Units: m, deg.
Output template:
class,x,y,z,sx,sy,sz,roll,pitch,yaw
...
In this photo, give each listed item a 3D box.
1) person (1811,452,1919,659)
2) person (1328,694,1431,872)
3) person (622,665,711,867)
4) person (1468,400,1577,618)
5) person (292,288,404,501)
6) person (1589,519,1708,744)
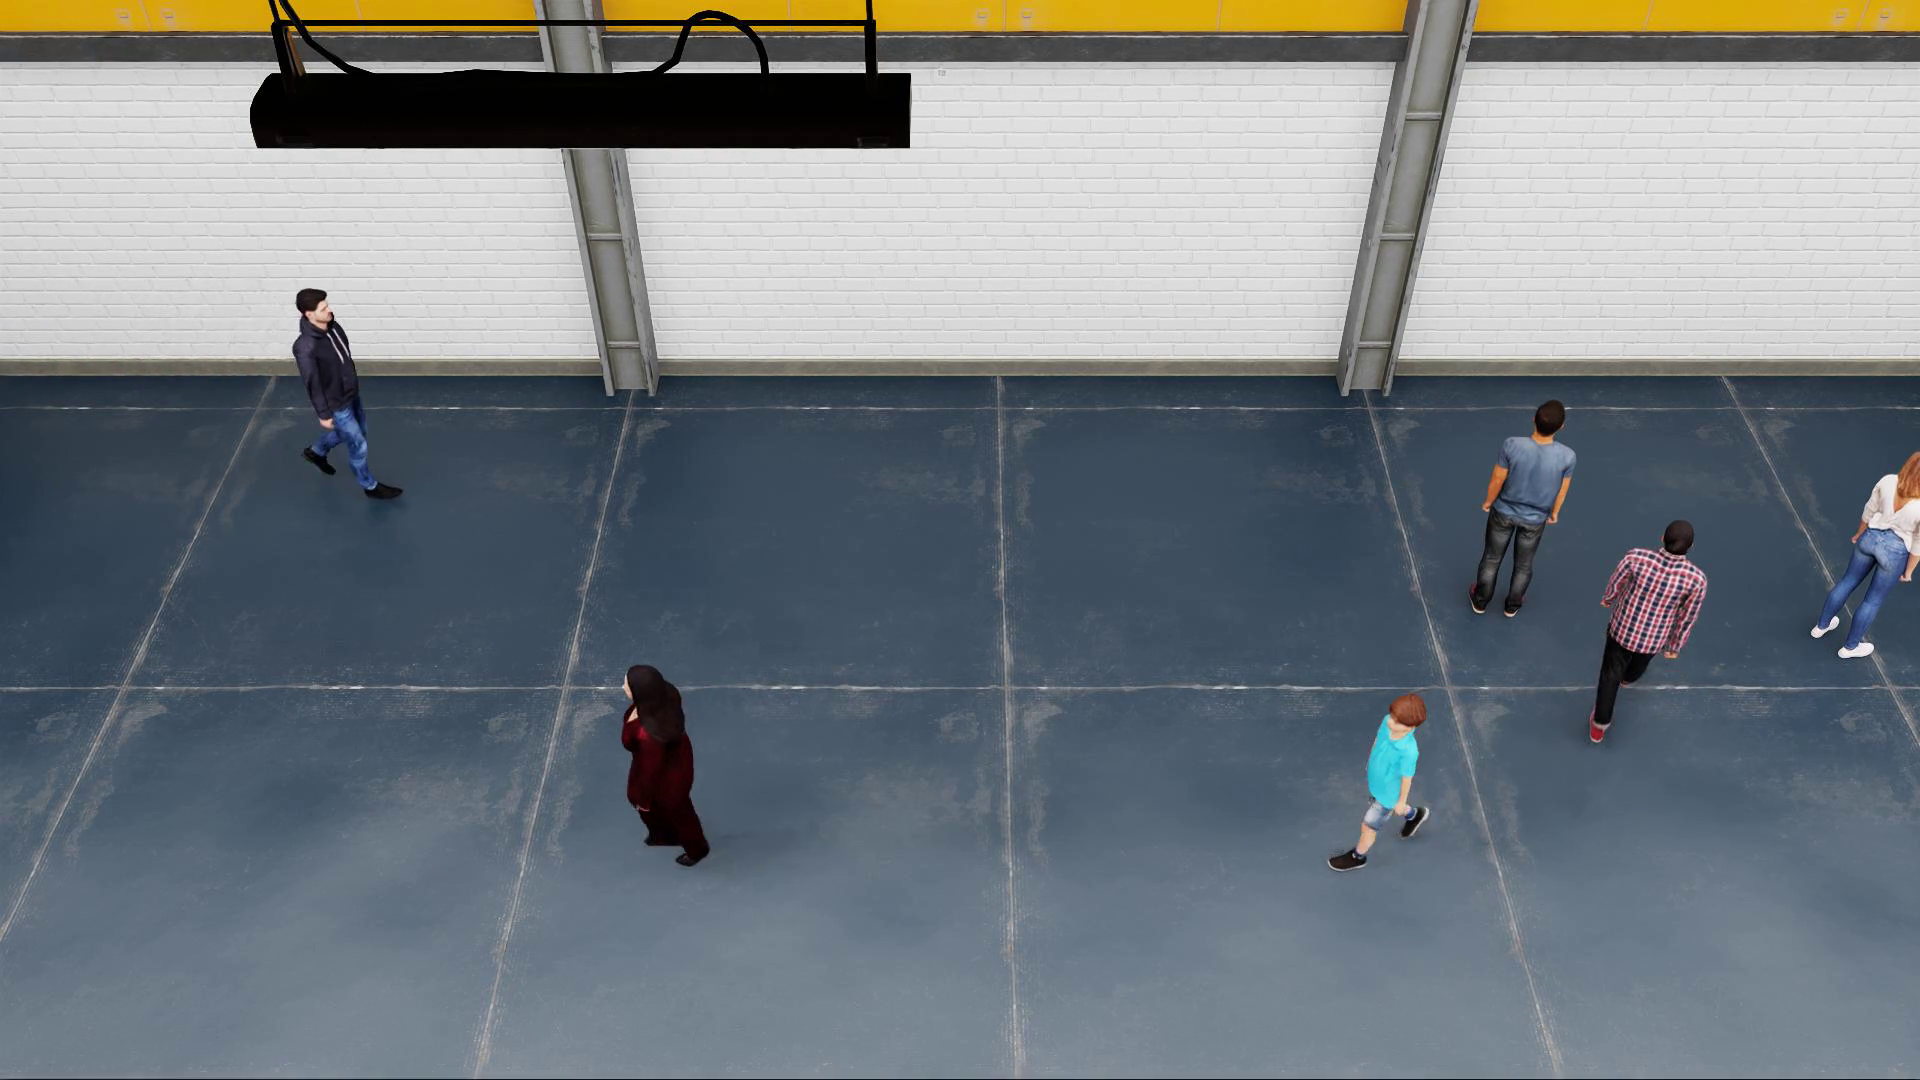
class,x,y,z,sx,sy,sz,roll,pitch,yaw
person,6.109,0.075,11.011,0.677,1.719,0.688,-20,47,-20
person,2.593,1.409,9.820,0.944,1.430,0.657,-9,44,-9
person,-1.628,1.330,9.679,0.700,1.740,0.697,-4,44,-4
person,3.792,-0.203,11.237,0.582,1.810,0.764,11,45,11
person,-4.608,-1.048,12.076,1.018,1.876,0.749,5,44,5
person,4.256,0.605,10.452,1.120,1.723,1.007,15,46,15
